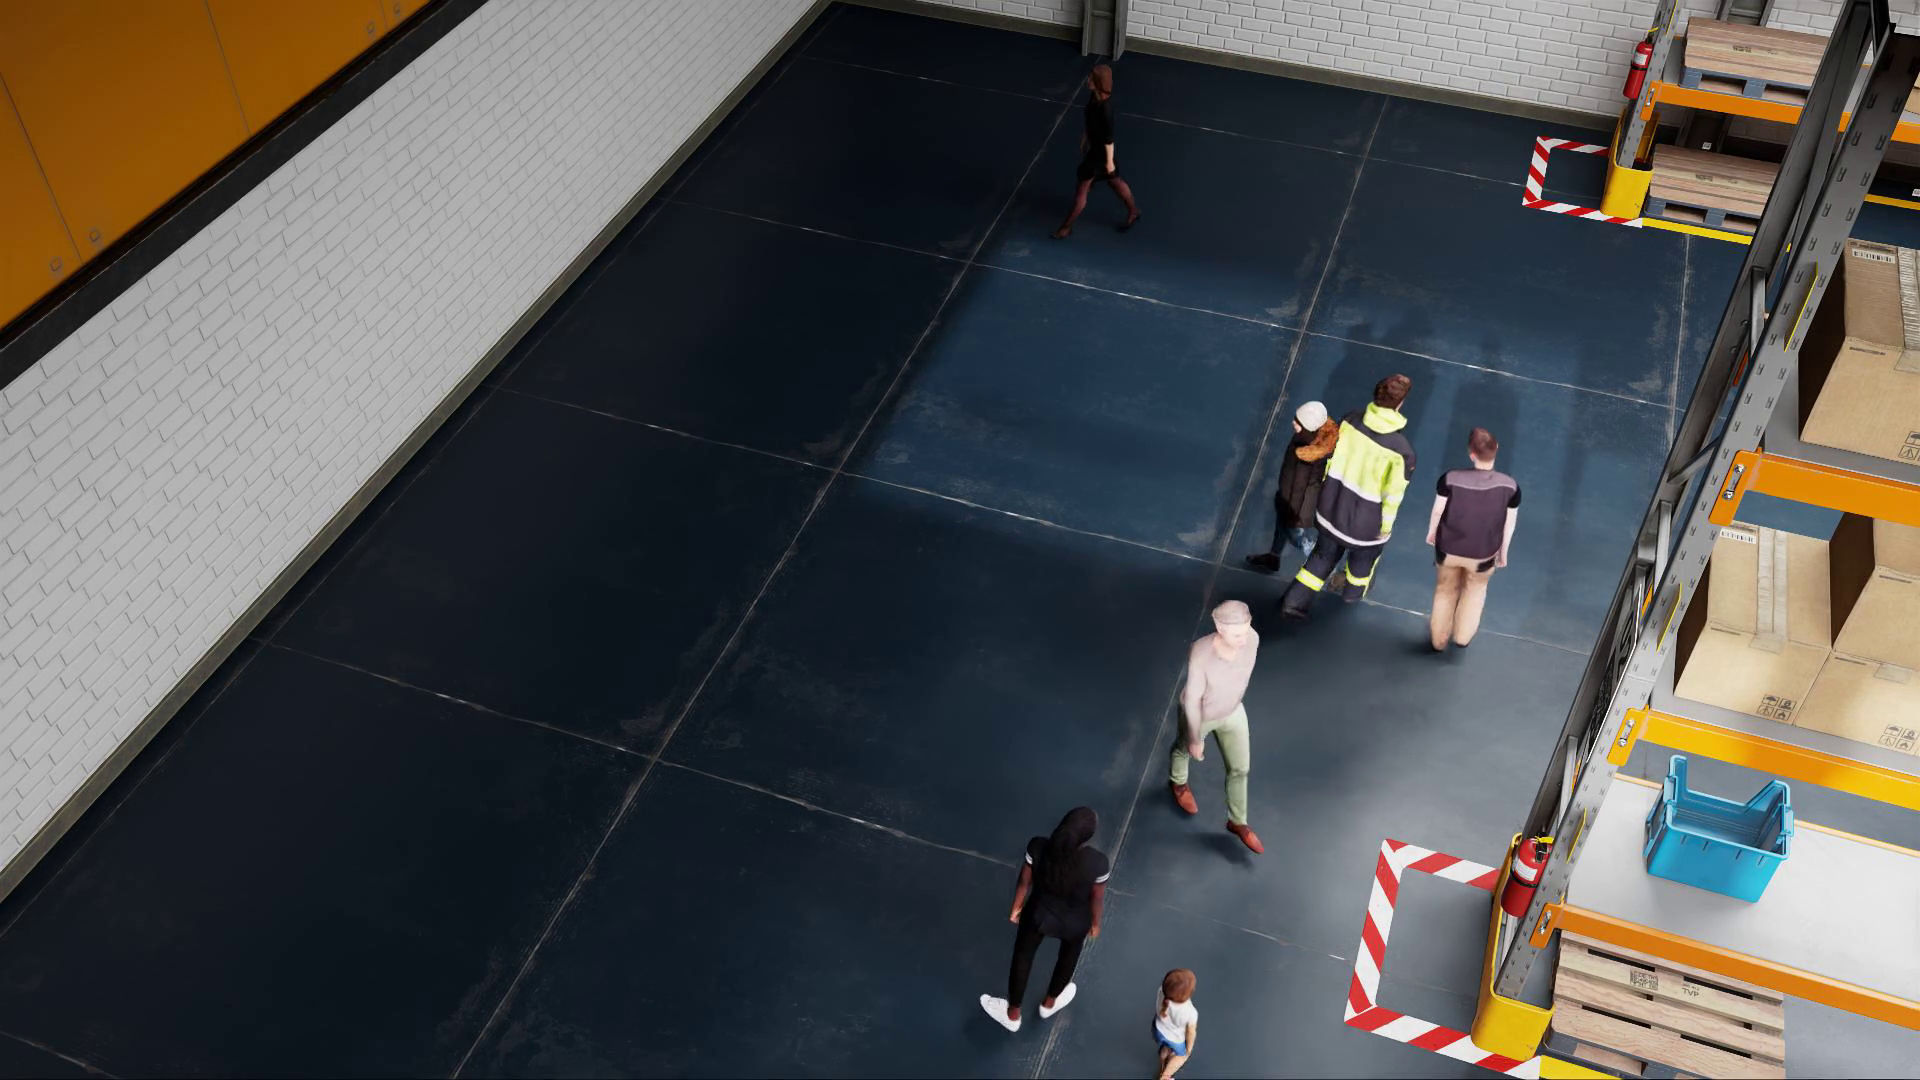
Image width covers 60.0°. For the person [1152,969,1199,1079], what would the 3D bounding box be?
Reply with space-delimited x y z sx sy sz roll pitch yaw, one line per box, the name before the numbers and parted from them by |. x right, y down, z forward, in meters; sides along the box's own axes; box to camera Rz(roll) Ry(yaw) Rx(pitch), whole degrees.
person | 1.097 2.587 8.760 0.523 1.015 0.576 34 53 31

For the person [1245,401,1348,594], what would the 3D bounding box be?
person | 2.405 -0.260 11.321 1.007 1.606 0.675 18 46 18

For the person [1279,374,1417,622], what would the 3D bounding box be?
person | 2.572 -0.194 11.007 1.161 1.943 1.239 -32 52 -29

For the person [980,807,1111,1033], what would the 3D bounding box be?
person | 0.500 2.028 8.849 0.640 1.702 0.889 3 44 4

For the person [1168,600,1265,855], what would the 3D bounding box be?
person | 1.432 0.967 9.861 1.059 1.843 1.109 -16 46 -16

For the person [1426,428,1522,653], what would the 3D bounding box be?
person | 3.265 0.099 10.797 0.558 1.808 0.755 16 46 16

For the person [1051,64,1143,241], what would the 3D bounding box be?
person | 1.317 -3.366 14.547 1.155 1.653 0.935 -5 44 -6
